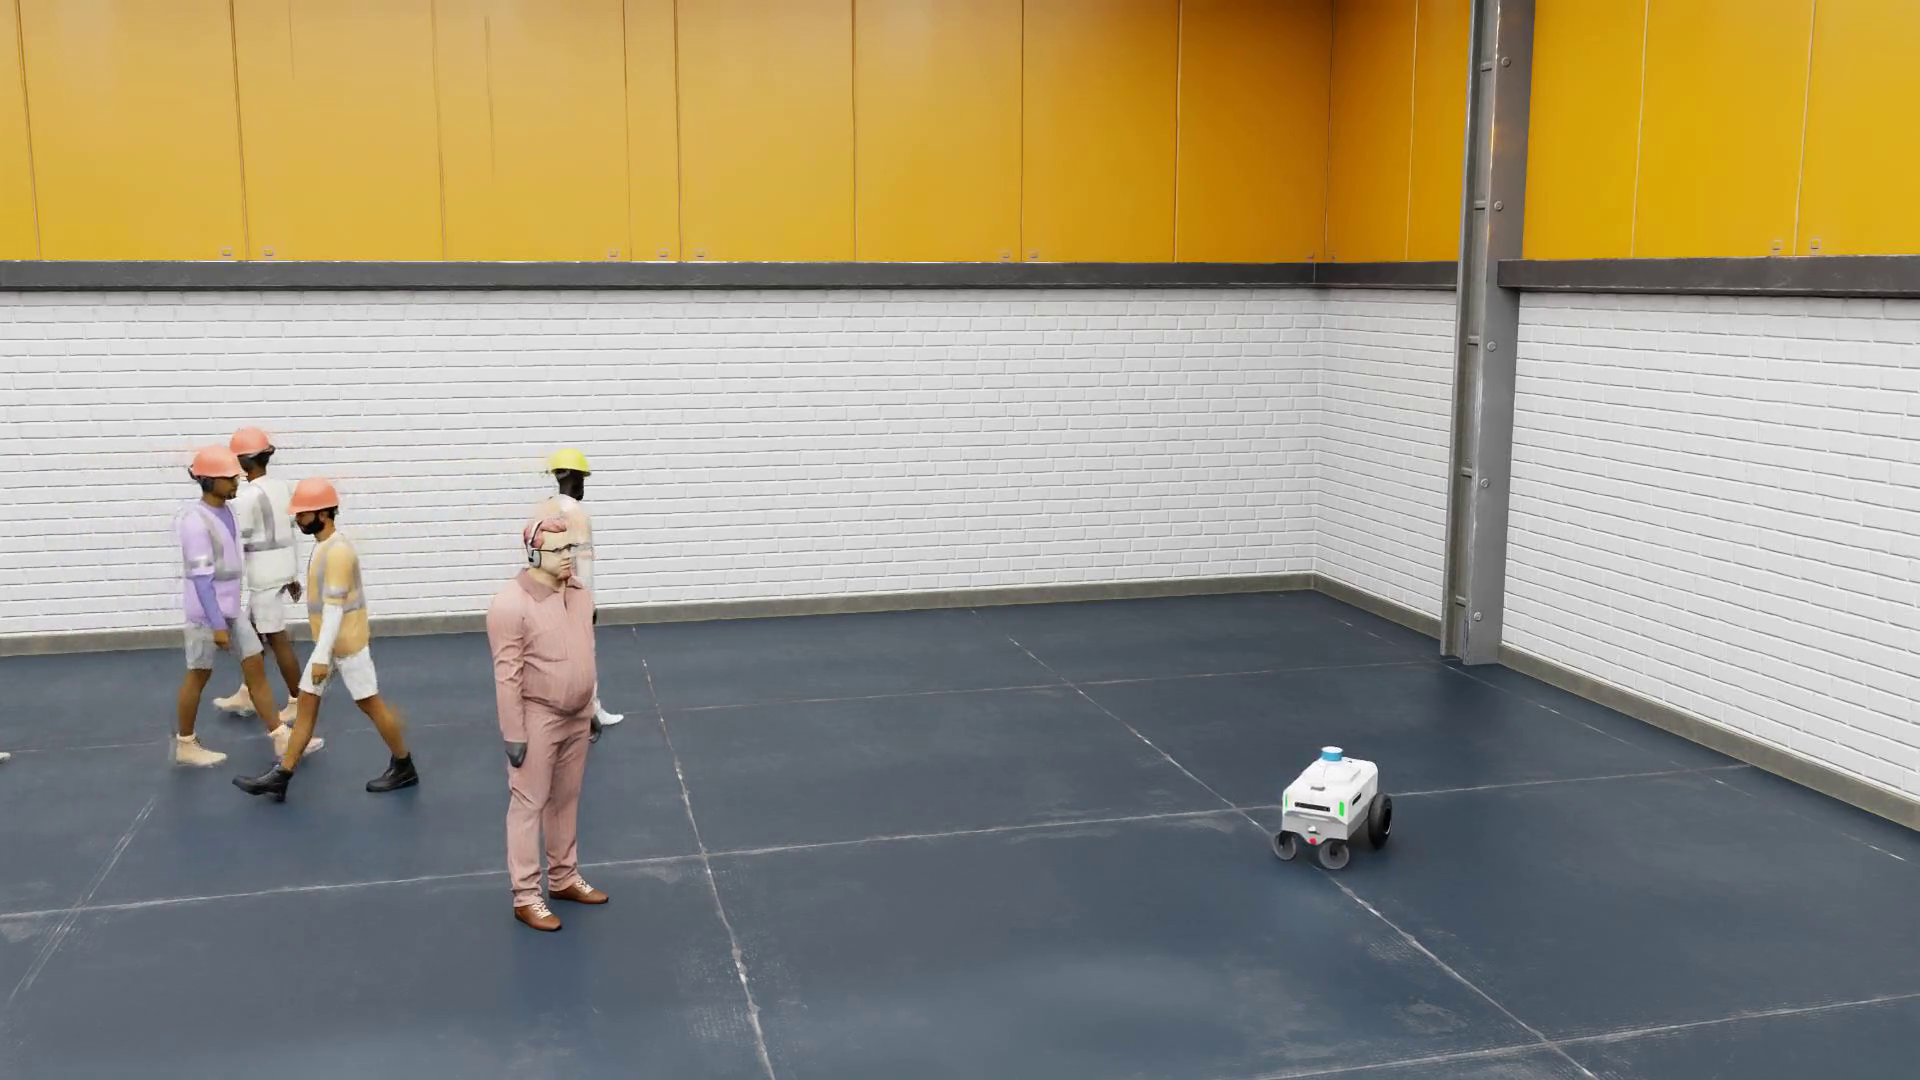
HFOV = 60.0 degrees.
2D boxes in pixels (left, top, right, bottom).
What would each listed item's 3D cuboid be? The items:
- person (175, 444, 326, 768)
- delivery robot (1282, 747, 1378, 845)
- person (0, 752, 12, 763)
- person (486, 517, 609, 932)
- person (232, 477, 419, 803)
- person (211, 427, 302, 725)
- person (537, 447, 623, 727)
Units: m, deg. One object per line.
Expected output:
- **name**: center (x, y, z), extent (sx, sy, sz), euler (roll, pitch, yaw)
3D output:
- **person**: center (-4.394, 0.421, 10.108), extent (0.994, 1.994, 0.628), euler (0, 9, 0)
- **delivery robot**: center (1.936, 1.325, 8.683), extent (0.477, 0.478, 0.707), euler (5, 10, 27)
- **person**: center (-6.332, 0.560, 10.333), extent (0.862, 1.654, 0.543), euler (2, 9, 12)
- **person**: center (-1.899, 0.839, 7.800), extent (0.400, 1.909, 0.643), euler (4, 10, 26)
- **person**: center (-3.629, 0.581, 9.510), extent (1.035, 1.871, 0.565), euler (-6, 11, -33)
- **person**: center (-4.781, 0.257, 11.130), extent (0.890, 2.012, 0.612), euler (0, 9, 1)
- **person**: center (-2.634, 0.344, 10.918), extent (0.746, 1.886, 0.630), euler (-7, 11, -36)
